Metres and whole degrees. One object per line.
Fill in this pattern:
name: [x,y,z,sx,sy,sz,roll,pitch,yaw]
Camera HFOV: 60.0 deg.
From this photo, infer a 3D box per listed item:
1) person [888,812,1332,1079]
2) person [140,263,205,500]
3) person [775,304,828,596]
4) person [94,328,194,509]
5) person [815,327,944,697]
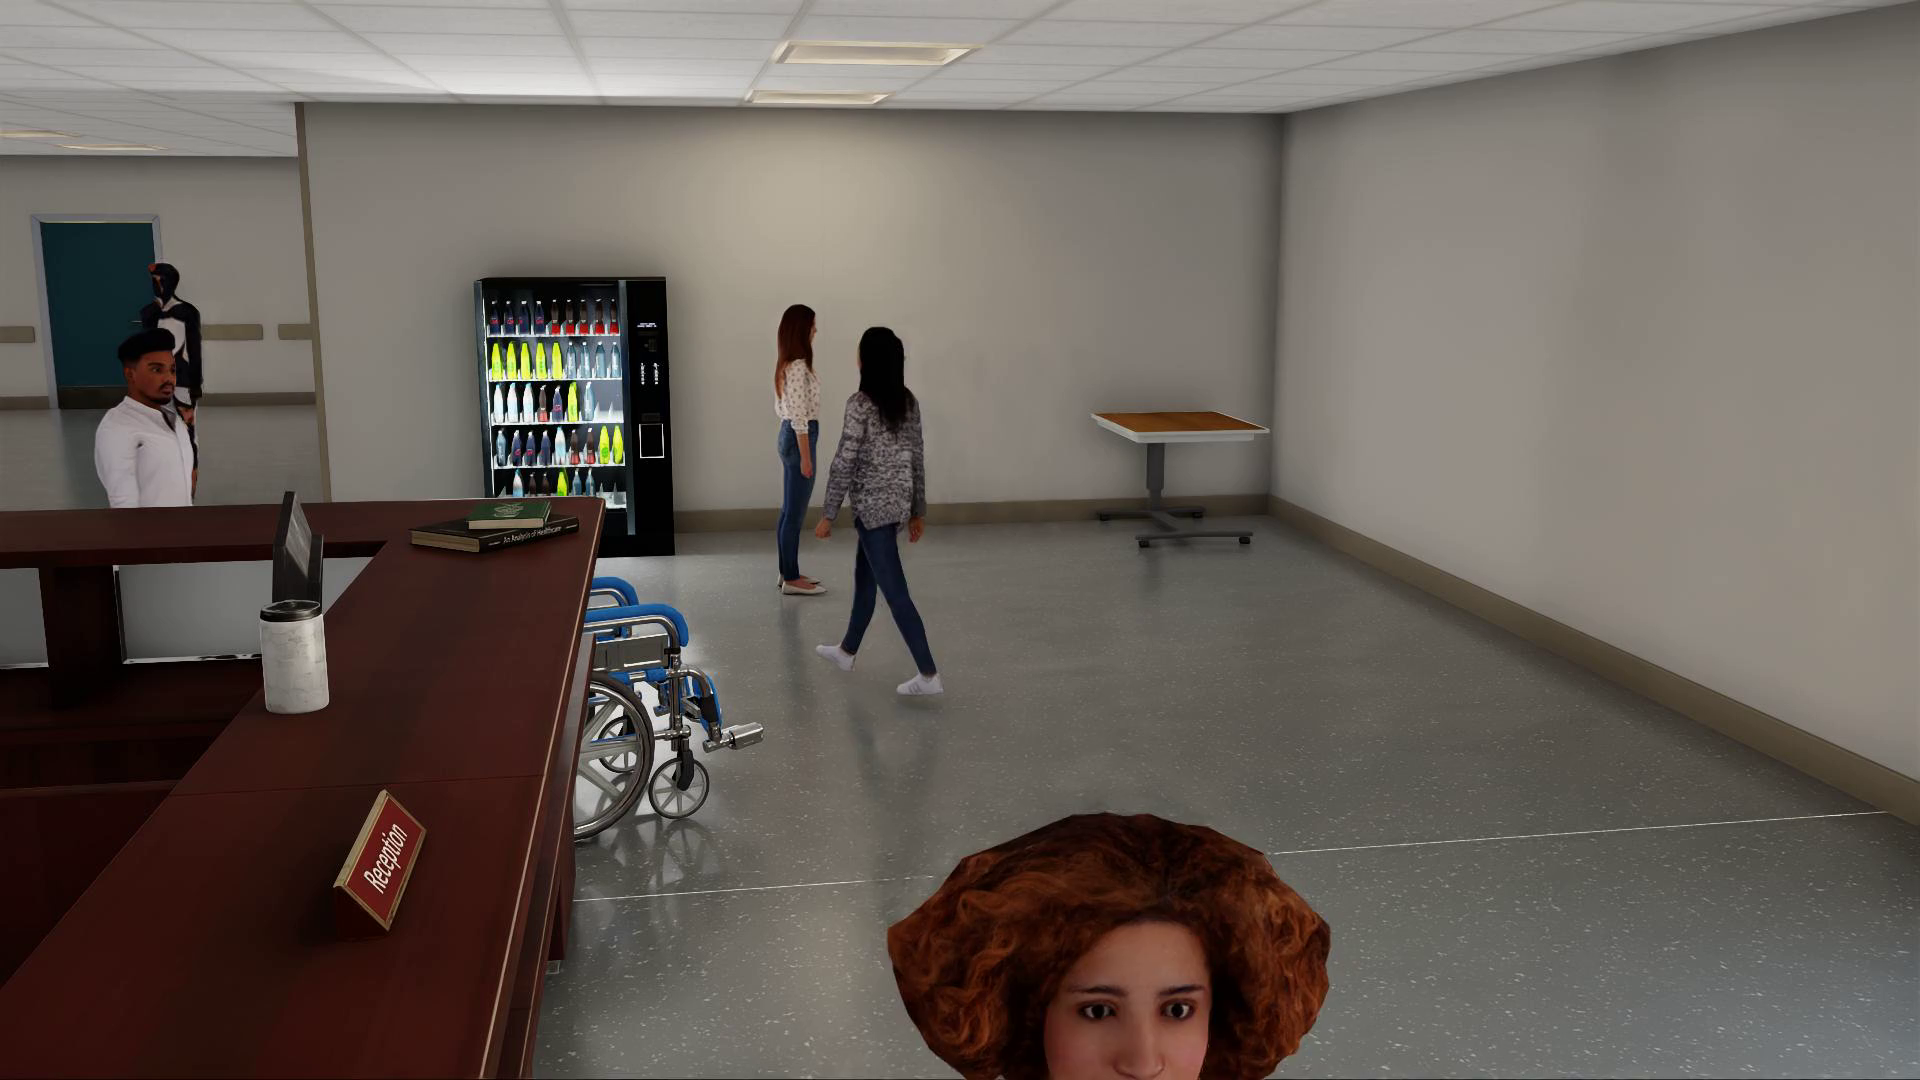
person: [0.108,1.053,1.619,0.912,1.699,0.823,0,11,2]
person: [-6.256,-1.265,13.332,0.734,1.886,0.861,2,11,11]
person: [-0.986,-0.550,9.999,0.491,1.725,0.582,-2,11,-12]
person: [-3.139,0.077,6.470,0.644,1.807,0.681,0,11,1]
person: [-0.313,-0.089,7.673,1.141,1.687,1.157,10,14,42]
